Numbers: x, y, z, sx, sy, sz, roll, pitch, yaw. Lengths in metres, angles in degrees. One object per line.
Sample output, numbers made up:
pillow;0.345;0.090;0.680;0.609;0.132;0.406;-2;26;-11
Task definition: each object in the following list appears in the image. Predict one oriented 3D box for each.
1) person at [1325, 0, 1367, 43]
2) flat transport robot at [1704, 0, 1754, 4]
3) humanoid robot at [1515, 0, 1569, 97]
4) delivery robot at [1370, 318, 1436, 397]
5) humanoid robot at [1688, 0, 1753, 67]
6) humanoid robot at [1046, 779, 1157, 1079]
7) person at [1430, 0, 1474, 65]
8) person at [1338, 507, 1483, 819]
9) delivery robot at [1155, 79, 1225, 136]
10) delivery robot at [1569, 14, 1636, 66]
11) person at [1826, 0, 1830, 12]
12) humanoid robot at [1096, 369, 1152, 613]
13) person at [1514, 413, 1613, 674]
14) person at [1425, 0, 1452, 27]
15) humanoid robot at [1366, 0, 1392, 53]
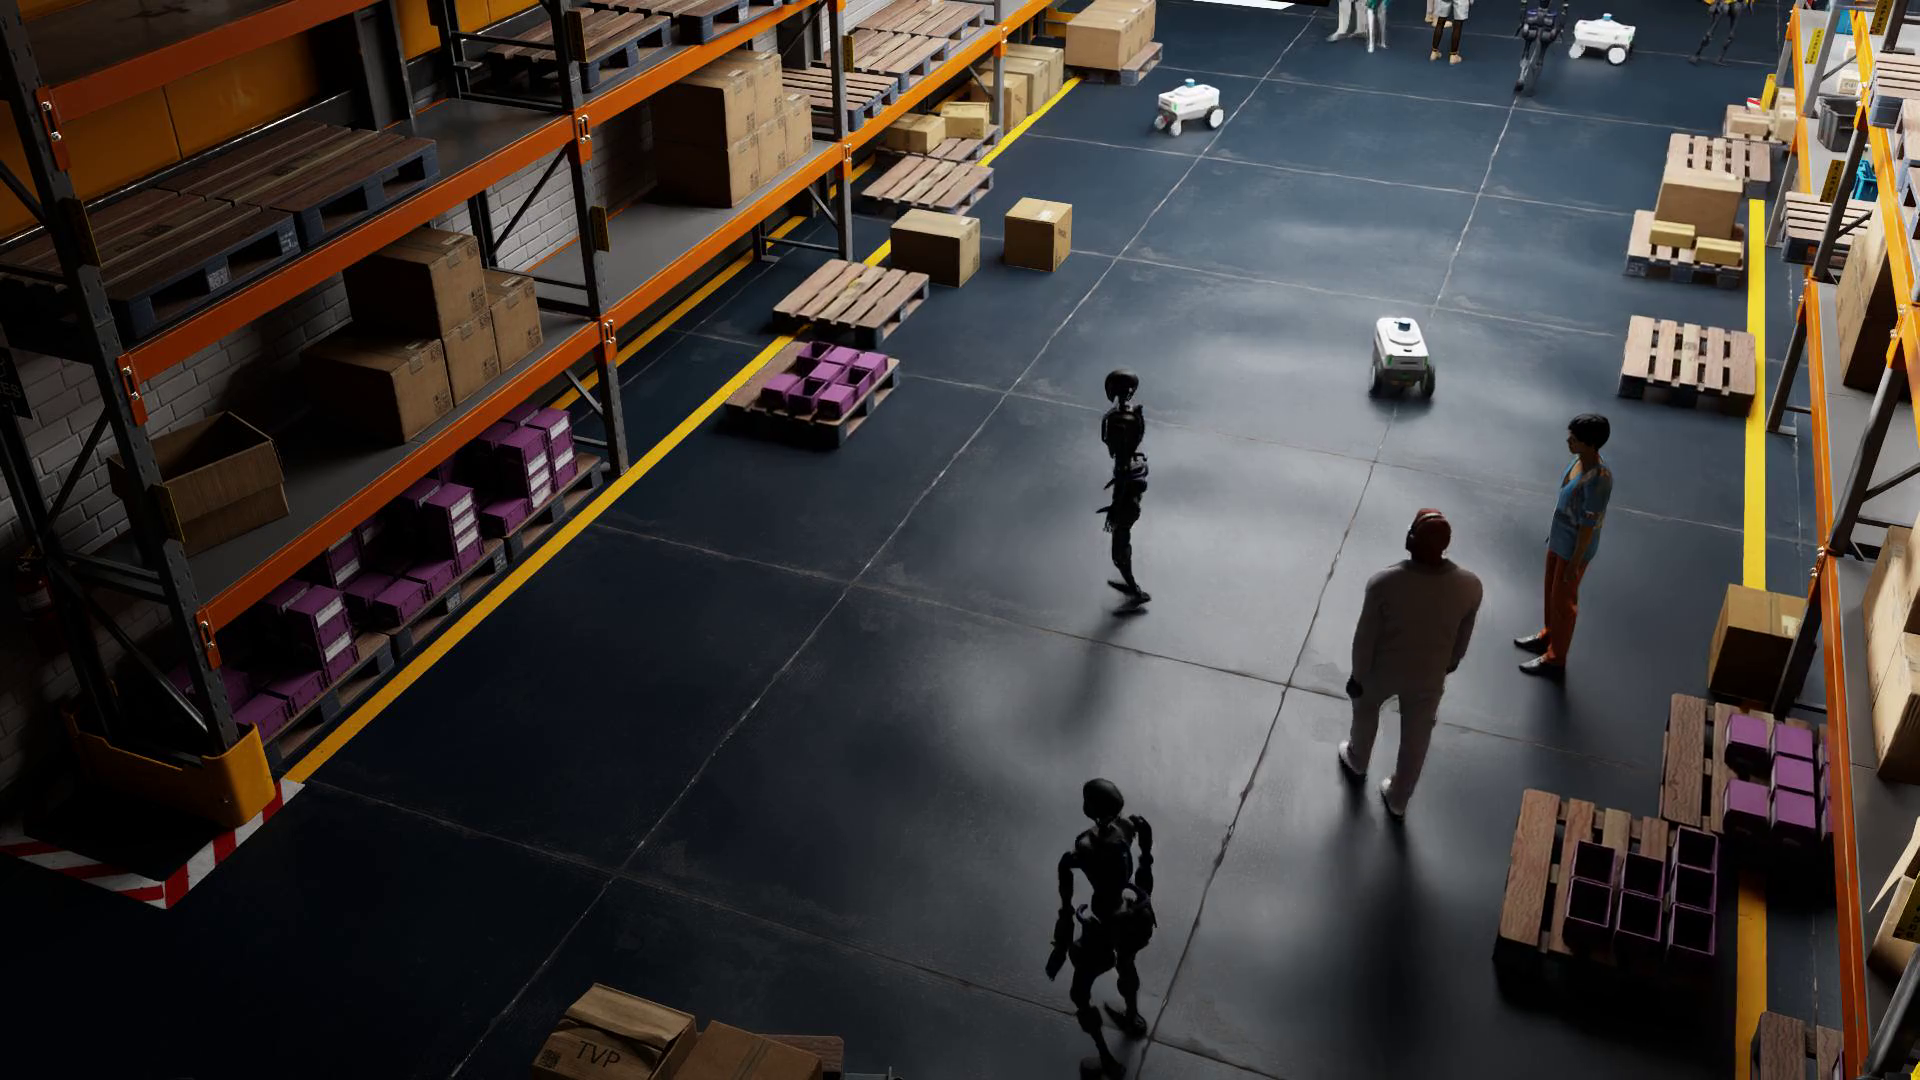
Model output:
person;5.091;-7.419;21.594;0.733;1.881;0.528;-1;33;-1
flat transport robot;10.744;-8.016;23.998;0.659;0.231;1.431;-7;34;-11
humanoid robot;6.914;-6.123;19.763;0.584;1.647;0.343;16;36;23
delivery robot;3.628;-1.519;13.696;0.499;0.614;0.808;2;33;3
humanoid robot;9.595;-6.736;20.728;0.610;1.645;0.481;-7;34;-11
humanoid robot;0.699;1.775;7.560;0.606;1.631;0.434;-22;39;-31
person;6.216;-6.842;20.867;0.532;1.693;0.320;25;40;33
person;2.429;0.612;9.152;0.678;1.881;0.758;-1;33;-2
delivery robot;2.617;-4.969;19.006;0.773;0.582;0.499;-20;38;-28
delivery robot;8.233;-6.396;21.242;0.814;0.610;0.499;16;36;23
person;10.955;-6.746;20.564;0.394;1.868;0.553;-3;33;-5
humanoid robot;1.096;-0.336;10.811;0.406;1.639;0.606;4;33;6
person;3.719;0.022;10.188;0.338;1.759;0.501;3;33;4
person;6.521;-7.805;22.281;0.305;1.778;0.462;-4;33;-6
humanoid robot;5.359;-7.095;21.252;0.563;1.809;0.814;-6;33;-9
